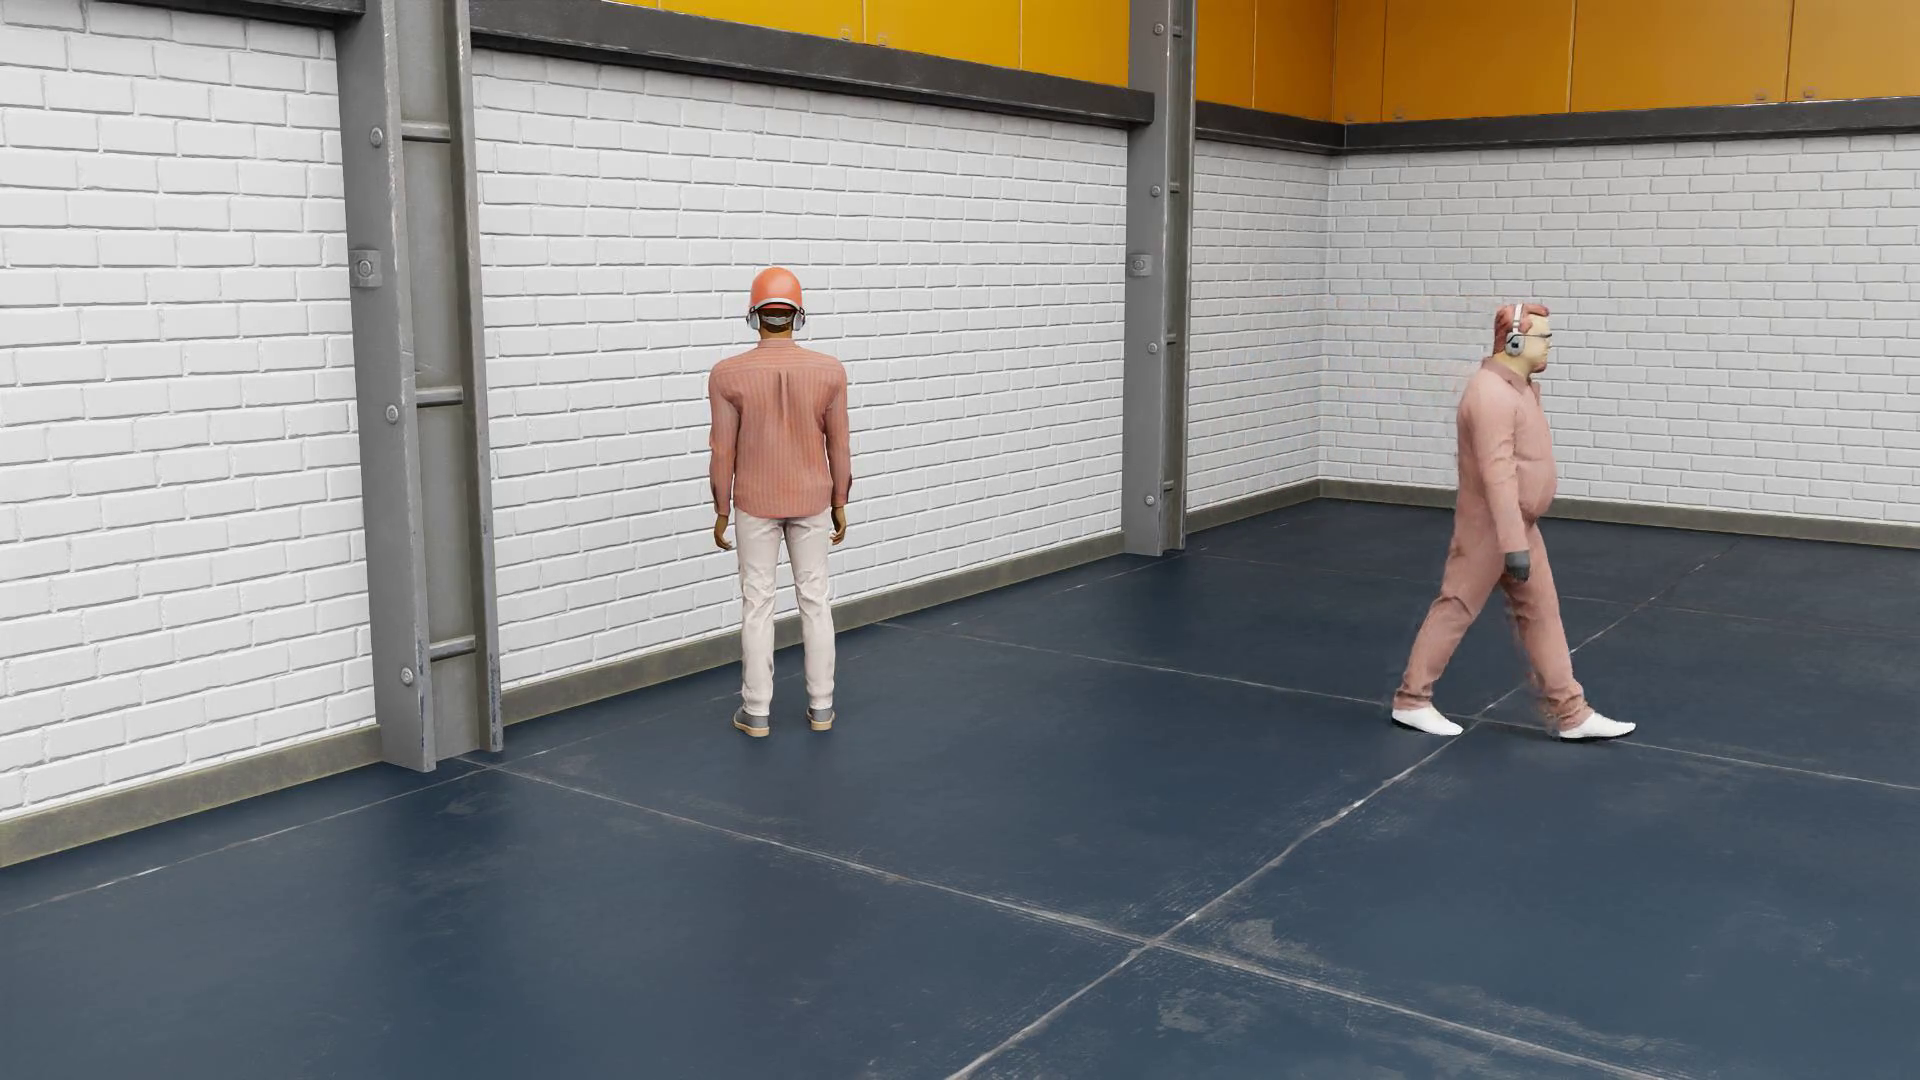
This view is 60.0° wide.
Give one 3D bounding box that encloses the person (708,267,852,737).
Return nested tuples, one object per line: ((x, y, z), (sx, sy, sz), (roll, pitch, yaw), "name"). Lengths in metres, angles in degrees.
((-0.764, -0.155, 7.096), (0.612, 1.995, 0.377), (-3, 10, -17), "person")

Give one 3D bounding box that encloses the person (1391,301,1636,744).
((2.293, -0.056, 6.924), (0.989, 1.851, 0.668), (5, 11, 29), "person")
